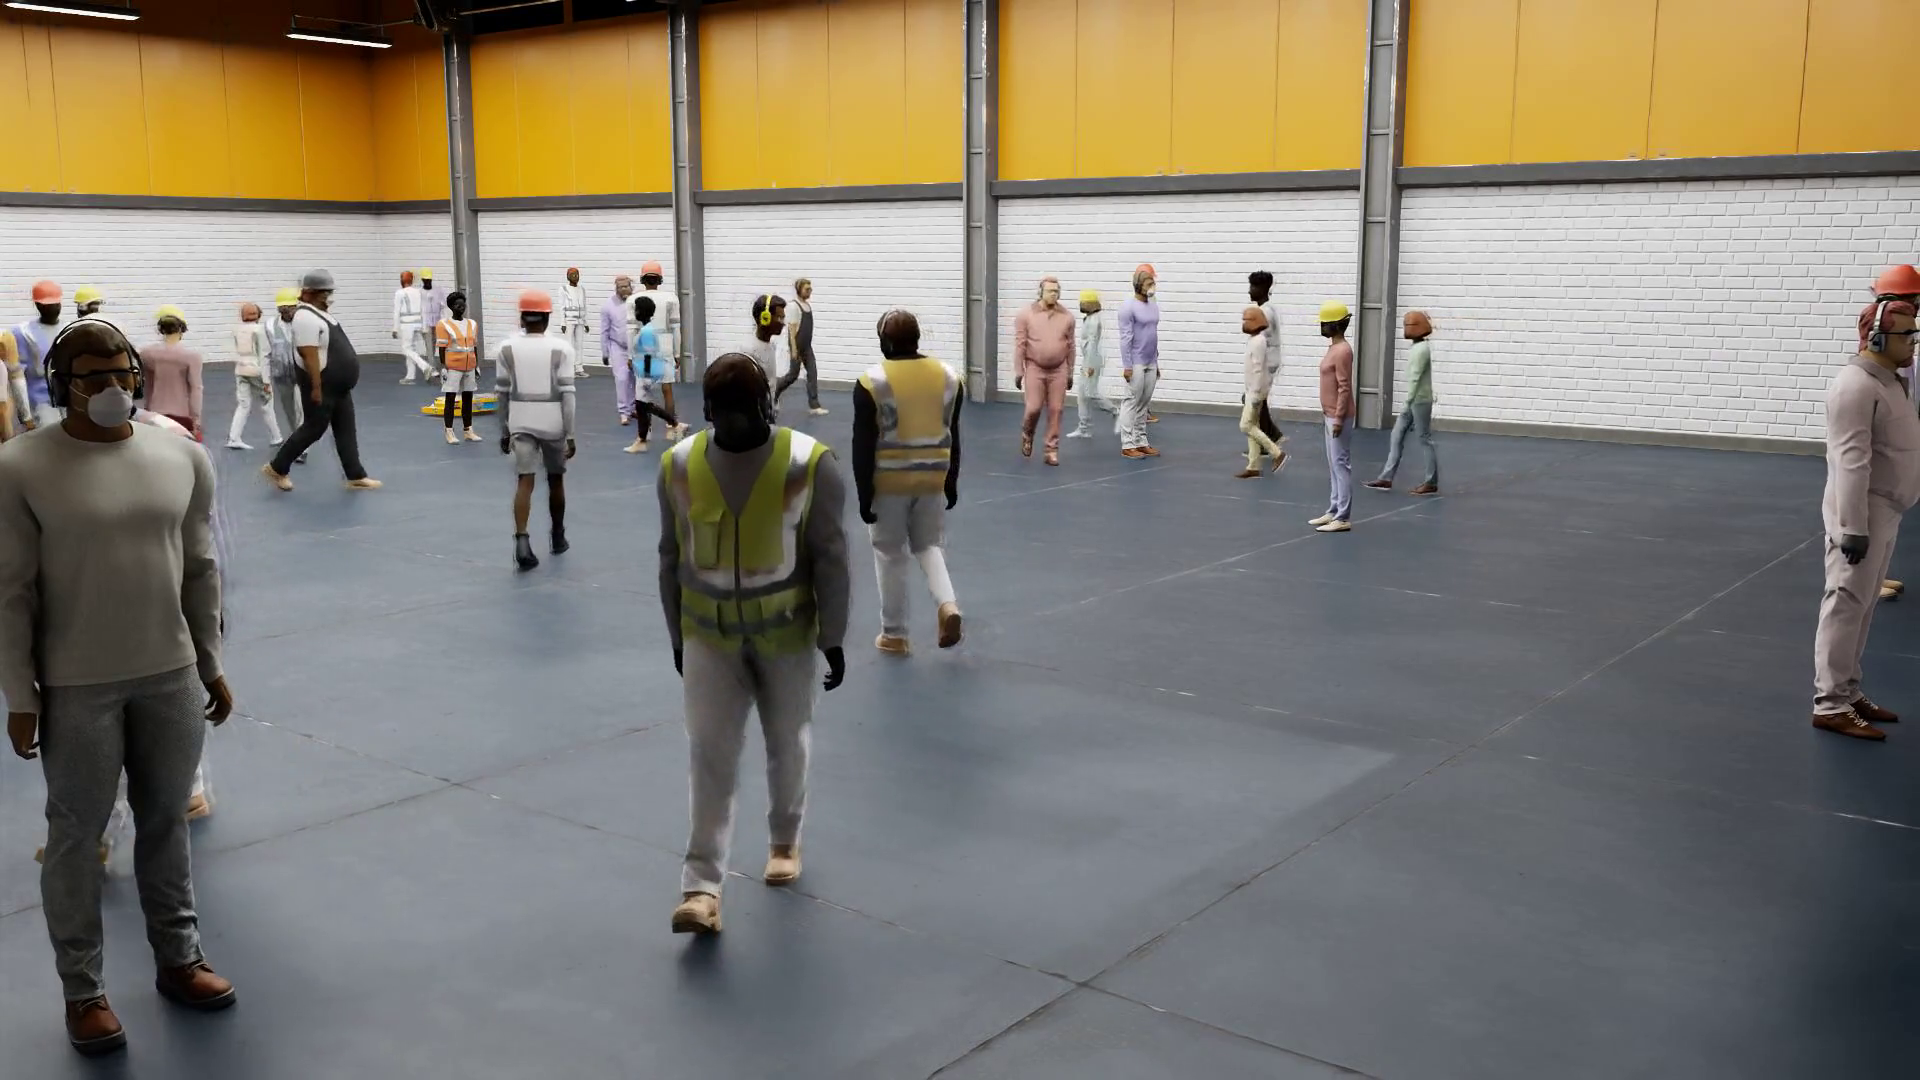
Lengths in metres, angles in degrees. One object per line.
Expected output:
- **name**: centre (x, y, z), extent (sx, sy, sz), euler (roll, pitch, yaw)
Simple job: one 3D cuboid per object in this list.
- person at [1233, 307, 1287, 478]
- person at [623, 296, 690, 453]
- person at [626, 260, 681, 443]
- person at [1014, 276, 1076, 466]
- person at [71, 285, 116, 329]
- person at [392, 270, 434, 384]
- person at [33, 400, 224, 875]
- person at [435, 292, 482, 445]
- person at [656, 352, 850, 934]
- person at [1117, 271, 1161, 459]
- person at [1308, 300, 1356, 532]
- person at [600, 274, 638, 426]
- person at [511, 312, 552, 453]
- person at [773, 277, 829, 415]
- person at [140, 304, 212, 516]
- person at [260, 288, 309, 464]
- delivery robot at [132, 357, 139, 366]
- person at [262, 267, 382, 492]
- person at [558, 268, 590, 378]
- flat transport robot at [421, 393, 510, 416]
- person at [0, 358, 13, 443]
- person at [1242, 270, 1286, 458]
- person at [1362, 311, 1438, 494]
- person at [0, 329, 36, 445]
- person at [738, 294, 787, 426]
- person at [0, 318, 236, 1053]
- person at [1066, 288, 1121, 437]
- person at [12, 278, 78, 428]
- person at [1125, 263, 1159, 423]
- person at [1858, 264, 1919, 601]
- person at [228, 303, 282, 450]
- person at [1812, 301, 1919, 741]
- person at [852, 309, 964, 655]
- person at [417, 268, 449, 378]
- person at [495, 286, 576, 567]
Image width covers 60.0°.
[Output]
- **person**: centre (2.810, -1.369, 15.597), extent (0.411, 1.621, 0.512), euler (1, 10, 7)
- **person**: centre (-3.250, -1.753, 17.648), extent (0.641, 1.676, 0.543), euler (-1, 10, -7)
- **person**: centre (-3.439, -2.109, 18.676), extent (0.604, 2.044, 0.375), euler (-3, 10, -19)
- **person**: centre (0.854, -1.703, 16.741), extent (0.662, 1.891, 0.540), euler (-2, 10, -11)
- **person**: centre (-8.636, -1.650, 16.678), extent (0.671, 1.810, 0.606), euler (0, 10, 0)
- **person**: centre (-8.818, -3.427, 26.879), extent (0.744, 1.863, 0.579), euler (4, 11, 23)
- **person**: centre (-2.974, 0.230, 5.762), extent (0.665, 1.794, 0.925), euler (4, 10, 20)
- **person**: centre (-5.589, -1.918, 18.573), extent (0.318, 1.697, 0.533), euler (7, 12, 37)
- **person**: centre (-0.667, 0.315, 5.272), extent (0.640, 1.791, 0.940), euler (0, 10, 3)
- **person**: centre (1.877, -1.813, 17.258), extent (0.372, 1.940, 0.630), euler (7, 12, 37)
- **person**: centre (2.852, -0.941, 12.695), extent (0.329, 1.764, 0.524), euler (1, 10, 5)
- **person**: centre (-4.163, -2.375, 20.759), extent (0.663, 1.871, 0.695), euler (-4, 11, -22)
- **person**: centre (-4.288, -1.551, 16.741), extent (0.882, 1.593, 0.527), euler (7, 12, 36)
- **person**: centre (-2.175, -2.549, 21.930), extent (0.861, 1.818, 0.517), euler (4, 11, 22)
- **person**: centre (-6.143, -0.960, 12.907), extent (0.526, 1.723, 0.804), euler (0, 10, 2)
- **person**: centre (-6.813, -1.684, 16.993), extent (0.600, 1.777, 0.947), euler (-2, 10, -10)
- **delivery robot**: centre (-13.373, -2.926, 27.489), extent (0.477, 0.478, 0.707), euler (6, 11, 30)
- **person**: centre (-5.724, -1.435, 14.757), extent (0.933, 2.000, 0.689), euler (-1, 10, -6)
- **person**: centre (-6.592, -3.705, 28.438), extent (0.356, 1.882, 0.574), euler (7, 12, 37)
- **flat transport robot**: centre (-6.367, -1.821, 22.149), extent (0.652, 0.197, 1.431), euler (8, 12, 37)
- **person**: centre (-6.028, -0.511, 10.062), extent (0.585, 1.804, 0.958), euler (-4, 10, -22)
- **person**: centre (3.118, -1.817, 17.235), extent (0.399, 1.949, 0.616), euler (1, 10, 8)
- **person**: centre (3.889, -1.197, 14.607), extent (0.740, 1.600, 0.527), euler (1, 10, 8)
- **person**: centre (-7.077, -0.932, 12.155), extent (0.544, 1.918, 0.647), euler (1, 10, 4)
- **person**: centre (-1.414, -0.782, 11.563), extent (0.689, 1.827, 0.640), euler (3, 10, 14)
- **person**: centre (-2.277, 0.377, 4.506), extent (0.372, 1.940, 0.630), euler (7, 12, 37)
- **person**: centre (1.570, -2.026, 19.106), extent (0.599, 1.727, 0.490), euler (-1, 10, -6)
- **person**: centre (-7.196, -1.118, 13.260), extent (0.445, 1.919, 0.565), euler (9, 13, 41)
- **person**: centre (2.285, -2.456, 20.827), extent (0.375, 1.997, 0.609), euler (7, 12, 37)
- **person**: centre (5.690, -0.661, 10.234), extent (0.365, 2.048, 0.607), euler (7, 12, 37)
- **person**: centre (-7.715, -1.786, 18.120), extent (0.525, 1.585, 0.728), euler (3, 10, 17)
- **person**: centre (4.021, -0.094, 7.342), extent (0.410, 1.909, 0.642), euler (7, 12, 37)
- **person**: centre (-0.264, -0.279, 8.646), extent (0.638, 1.829, 0.537), euler (-5, 11, -27)
- **person**: centre (-9.193, -3.763, 28.817), extent (0.587, 1.877, 1.033), euler (-7, 12, -35)
- **person**: centre (-2.906, -0.781, 11.390), extent (0.557, 1.899, 0.971), euler (0, 10, -2)
